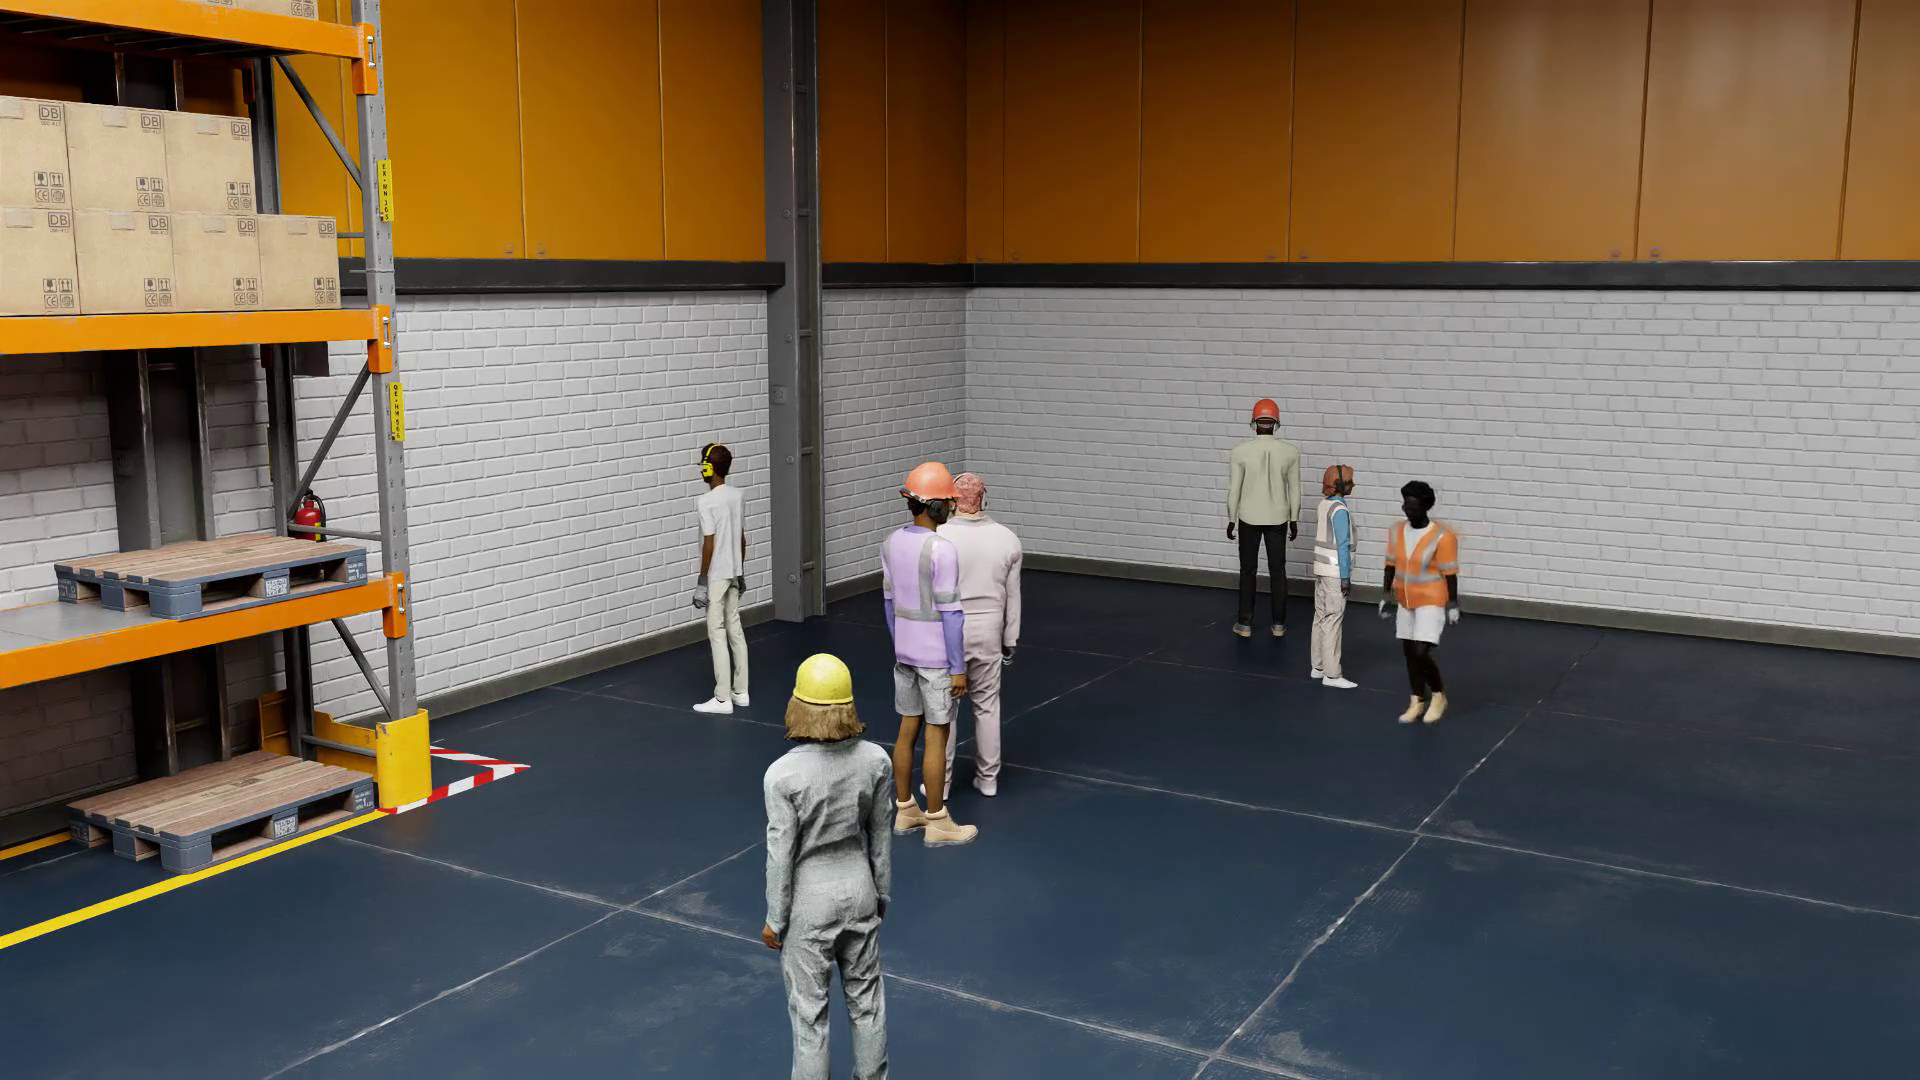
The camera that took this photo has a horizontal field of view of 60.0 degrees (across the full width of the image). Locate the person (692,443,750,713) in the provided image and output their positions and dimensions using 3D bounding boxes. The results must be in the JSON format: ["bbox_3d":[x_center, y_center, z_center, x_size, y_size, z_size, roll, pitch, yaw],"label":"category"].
[{"bbox_3d":[-1.665,0.266,11.497,0.312,1.869,0.536,5,10,27],"label":"person"}]

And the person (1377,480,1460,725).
[{"bbox_3d":[3.073,0.425,11.116,0.388,1.676,0.542,-6,11,-33],"label":"person"}]

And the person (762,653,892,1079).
[{"bbox_3d":[-0.464,1.249,5.752,0.493,1.743,0.295,-6,11,-34],"label":"person"}]

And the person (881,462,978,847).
[{"bbox_3d":[-0.163,0.604,8.846,0.372,2.044,0.607,-7,11,-37],"label":"person"}]

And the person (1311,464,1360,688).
[{"bbox_3d":[2.753,0.261,12.237,0.310,1.642,0.514,-1,9,-5],"label":"person"}]

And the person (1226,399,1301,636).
[{"bbox_3d":[2.532,-0.183,13.905,0.622,1.993,0.382,0,9,-1],"label":"person"}]

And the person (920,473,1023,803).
[{"bbox_3d":[0.033,0.561,9.586,0.652,1.895,0.400,-4,10,-21],"label":"person"}]
